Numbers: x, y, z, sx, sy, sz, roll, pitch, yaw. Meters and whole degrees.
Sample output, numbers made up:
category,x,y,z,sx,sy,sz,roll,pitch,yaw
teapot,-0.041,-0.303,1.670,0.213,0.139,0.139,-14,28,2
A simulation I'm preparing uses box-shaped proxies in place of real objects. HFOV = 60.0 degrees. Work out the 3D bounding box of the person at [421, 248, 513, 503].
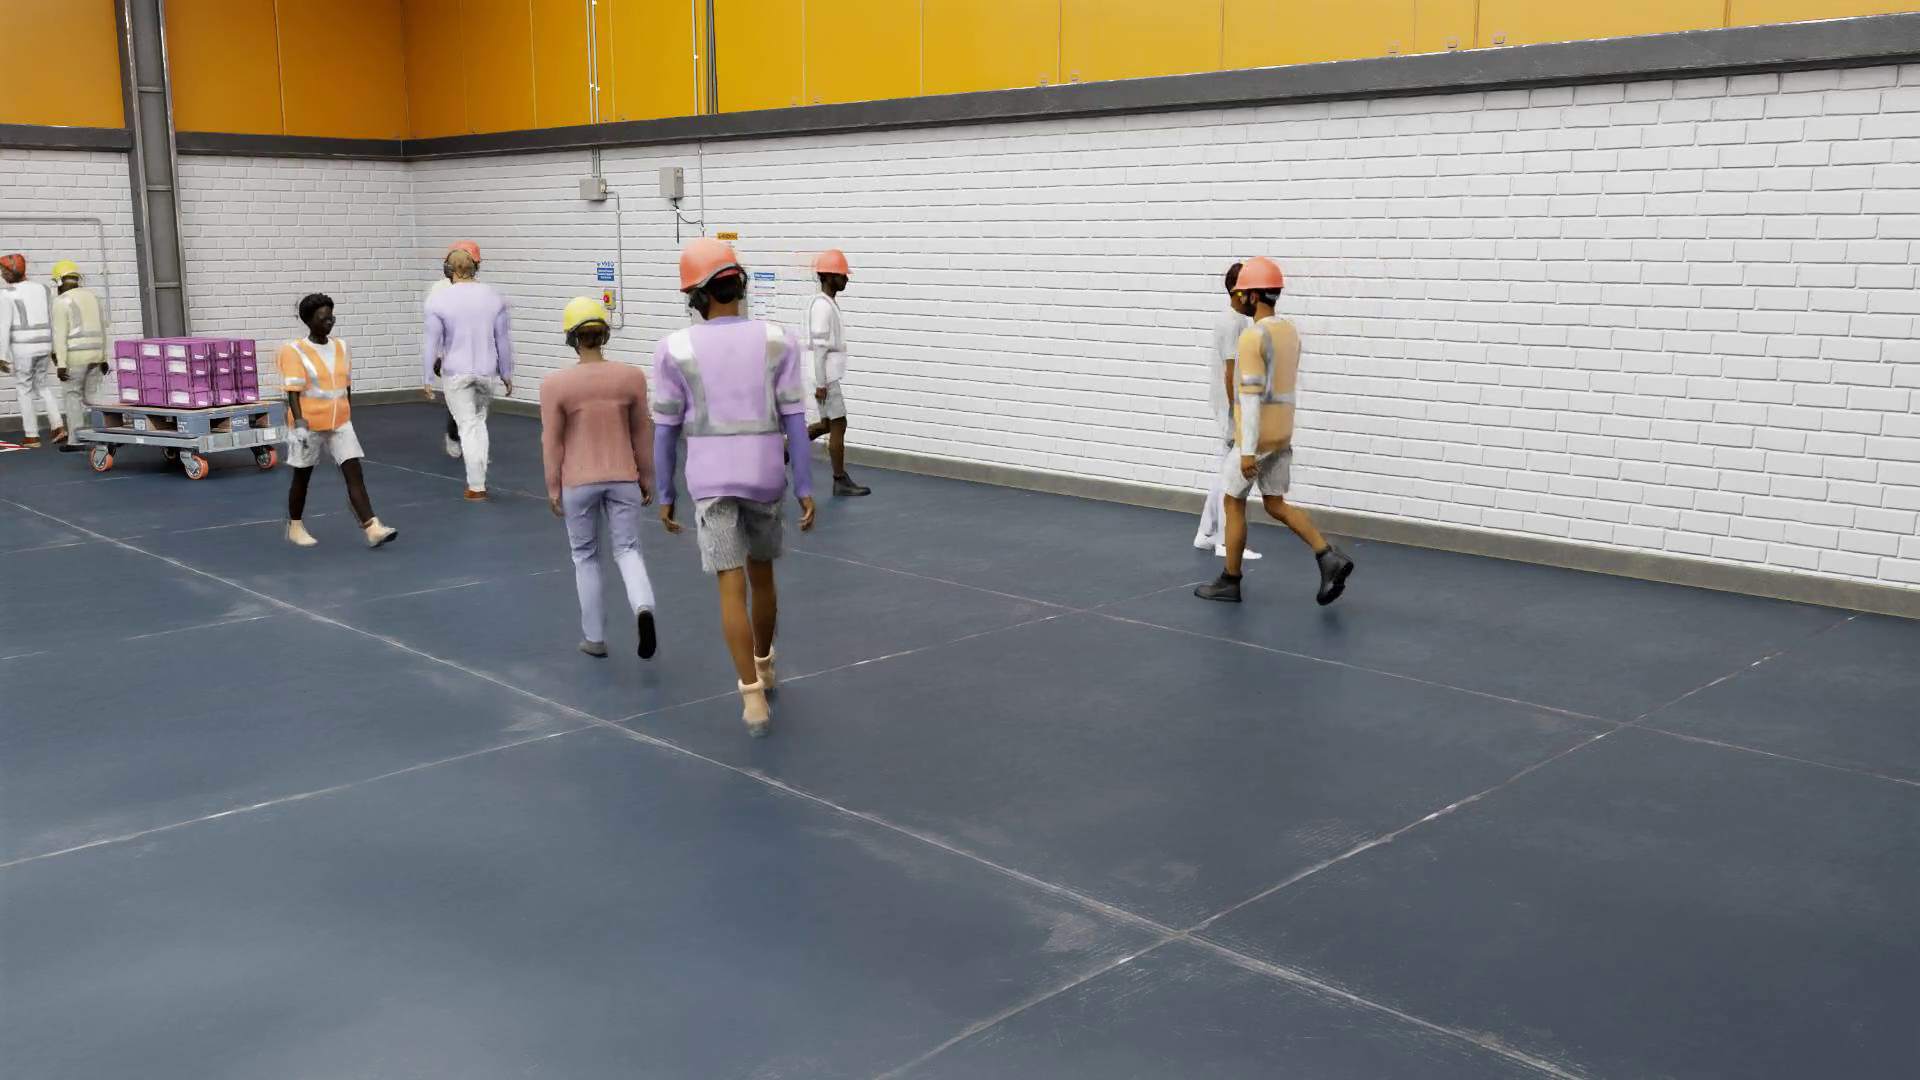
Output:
category,x,y,z,sx,sy,sz,roll,pitch,yaw
person,-3.803,-1.252,12.699,0.662,1.916,0.701,-9,14,-40

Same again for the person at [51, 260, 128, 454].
category,x,y,z,sx,sy,sz,roll,pitch,yaw
person,-8.095,-1.687,15.406,0.609,1.799,0.636,2,11,13

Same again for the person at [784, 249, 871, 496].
category,x,y,z,sx,sy,sz,roll,pitch,yaw
person,-1.118,-1.283,12.889,0.768,1.920,0.554,0,10,-1

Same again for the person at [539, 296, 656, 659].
category,x,y,z,sx,sy,sz,roll,pitch,yaw
person,-1.669,-0.264,7.809,0.531,1.744,0.632,-5,12,-26

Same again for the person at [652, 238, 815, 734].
category,x,y,z,sx,sy,sz,roll,pitch,yaw
person,-0.967,-0.245,6.991,0.636,1.996,0.962,-3,11,-16

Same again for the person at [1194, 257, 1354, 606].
category,x,y,z,sx,sy,sz,roll,pitch,yaw
person,1.706,-0.565,8.997,0.826,1.915,0.553,8,13,38

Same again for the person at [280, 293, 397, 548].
category,x,y,z,sx,sy,sz,roll,pitch,yaw
person,-4.058,-0.746,10.667,0.875,1.644,0.550,7,13,34

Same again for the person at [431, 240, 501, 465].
category,x,y,z,sx,sy,sz,roll,pitch,yaw
person,-4.336,-1.641,14.646,0.638,1.976,0.465,-9,14,-42

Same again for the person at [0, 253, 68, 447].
category,x,y,z,sx,sy,sz,roll,pitch,yaw
person,-8.877,-1.791,15.821,0.444,1.852,0.603,4,11,22

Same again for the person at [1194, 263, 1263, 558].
category,x,y,z,sx,sy,sz,roll,pitch,yaw
person,1.710,-0.807,10.504,0.417,1.859,0.610,1,10,7
